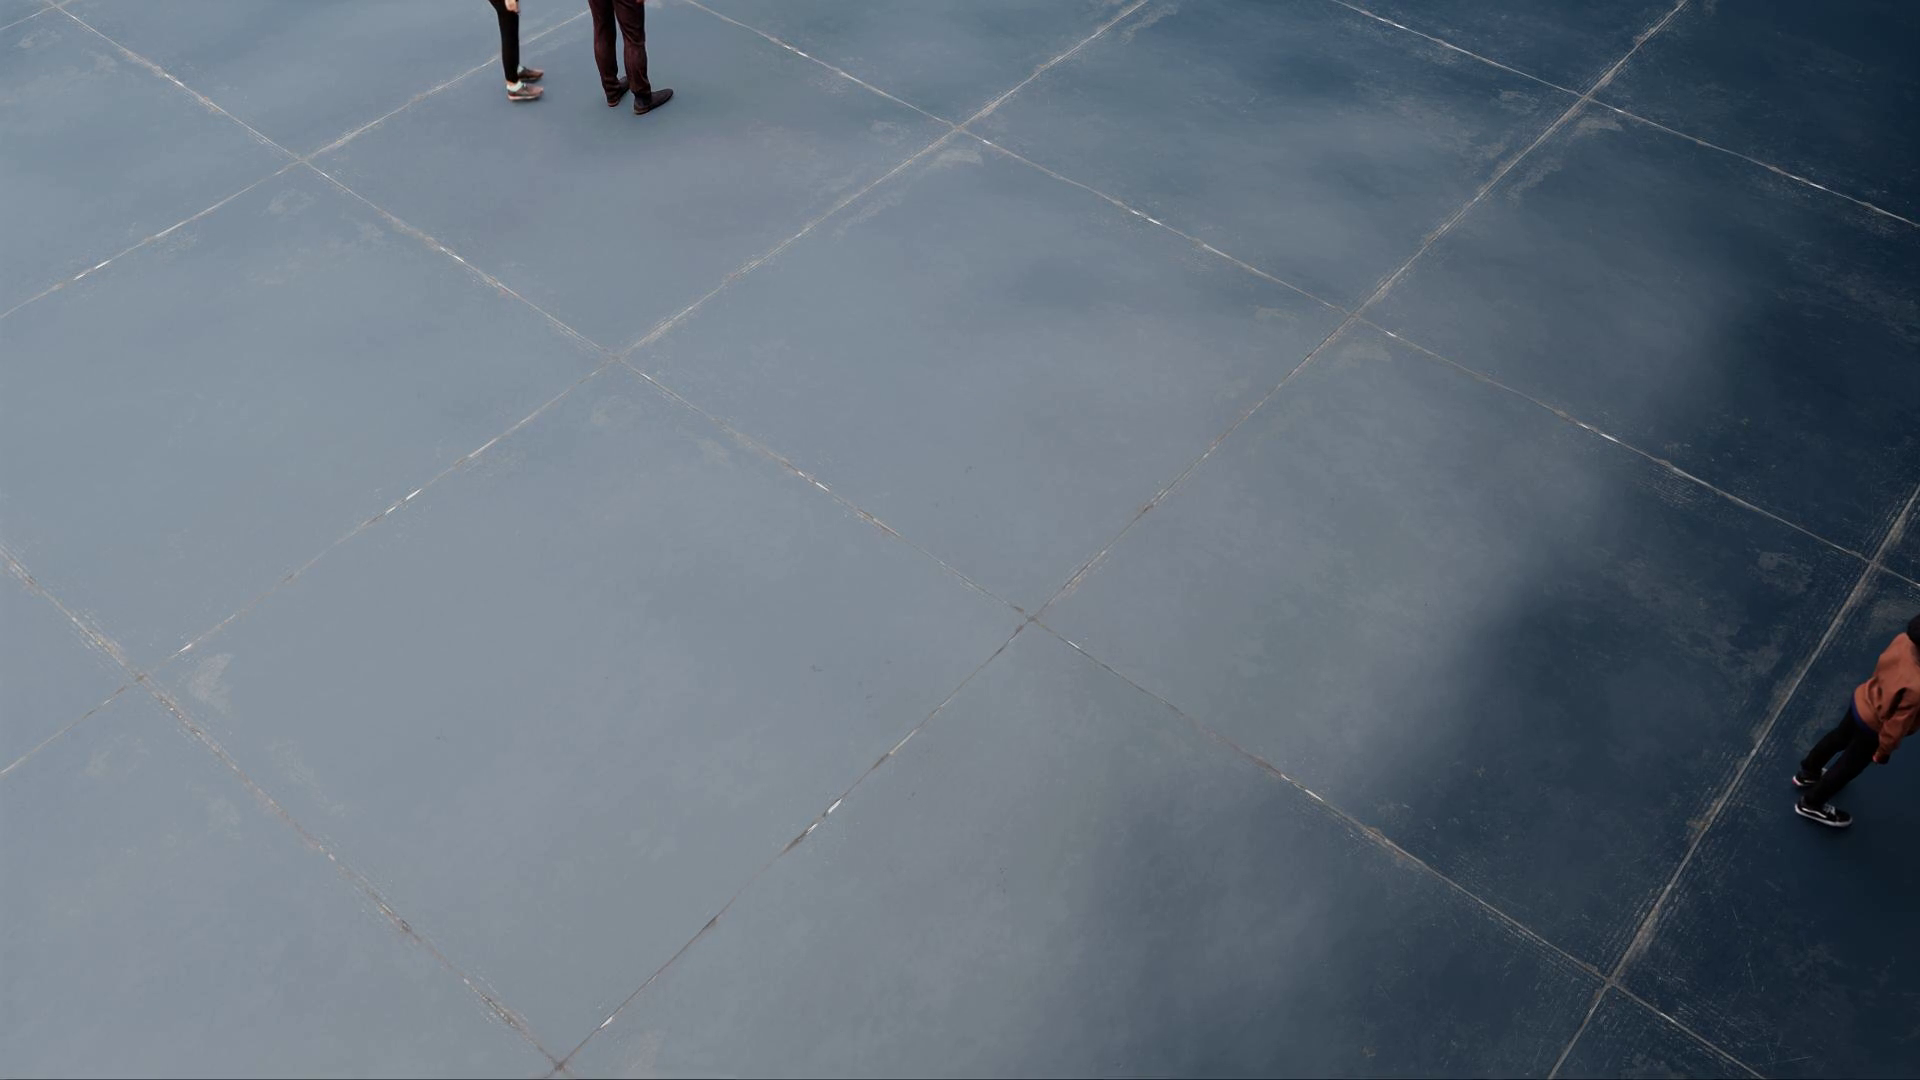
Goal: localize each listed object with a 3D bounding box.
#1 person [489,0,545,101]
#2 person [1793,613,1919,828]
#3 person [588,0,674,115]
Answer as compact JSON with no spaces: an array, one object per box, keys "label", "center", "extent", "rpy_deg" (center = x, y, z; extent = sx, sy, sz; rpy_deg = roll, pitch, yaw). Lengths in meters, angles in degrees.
[{"label":"person","center":[-2.951,-3.570,10.740],"extent":[0.677,1.479,0.629],"rpy_deg":[-6,48,-5]},{"label":"person","center":[3.809,0.724,6.926],"extent":[0.653,1.249,0.542],"rpy_deg":[10,48,9]},{"label":"person","center":[-2.208,-3.568,10.475],"extent":[0.735,1.866,0.678],"rpy_deg":[21,51,18]}]
